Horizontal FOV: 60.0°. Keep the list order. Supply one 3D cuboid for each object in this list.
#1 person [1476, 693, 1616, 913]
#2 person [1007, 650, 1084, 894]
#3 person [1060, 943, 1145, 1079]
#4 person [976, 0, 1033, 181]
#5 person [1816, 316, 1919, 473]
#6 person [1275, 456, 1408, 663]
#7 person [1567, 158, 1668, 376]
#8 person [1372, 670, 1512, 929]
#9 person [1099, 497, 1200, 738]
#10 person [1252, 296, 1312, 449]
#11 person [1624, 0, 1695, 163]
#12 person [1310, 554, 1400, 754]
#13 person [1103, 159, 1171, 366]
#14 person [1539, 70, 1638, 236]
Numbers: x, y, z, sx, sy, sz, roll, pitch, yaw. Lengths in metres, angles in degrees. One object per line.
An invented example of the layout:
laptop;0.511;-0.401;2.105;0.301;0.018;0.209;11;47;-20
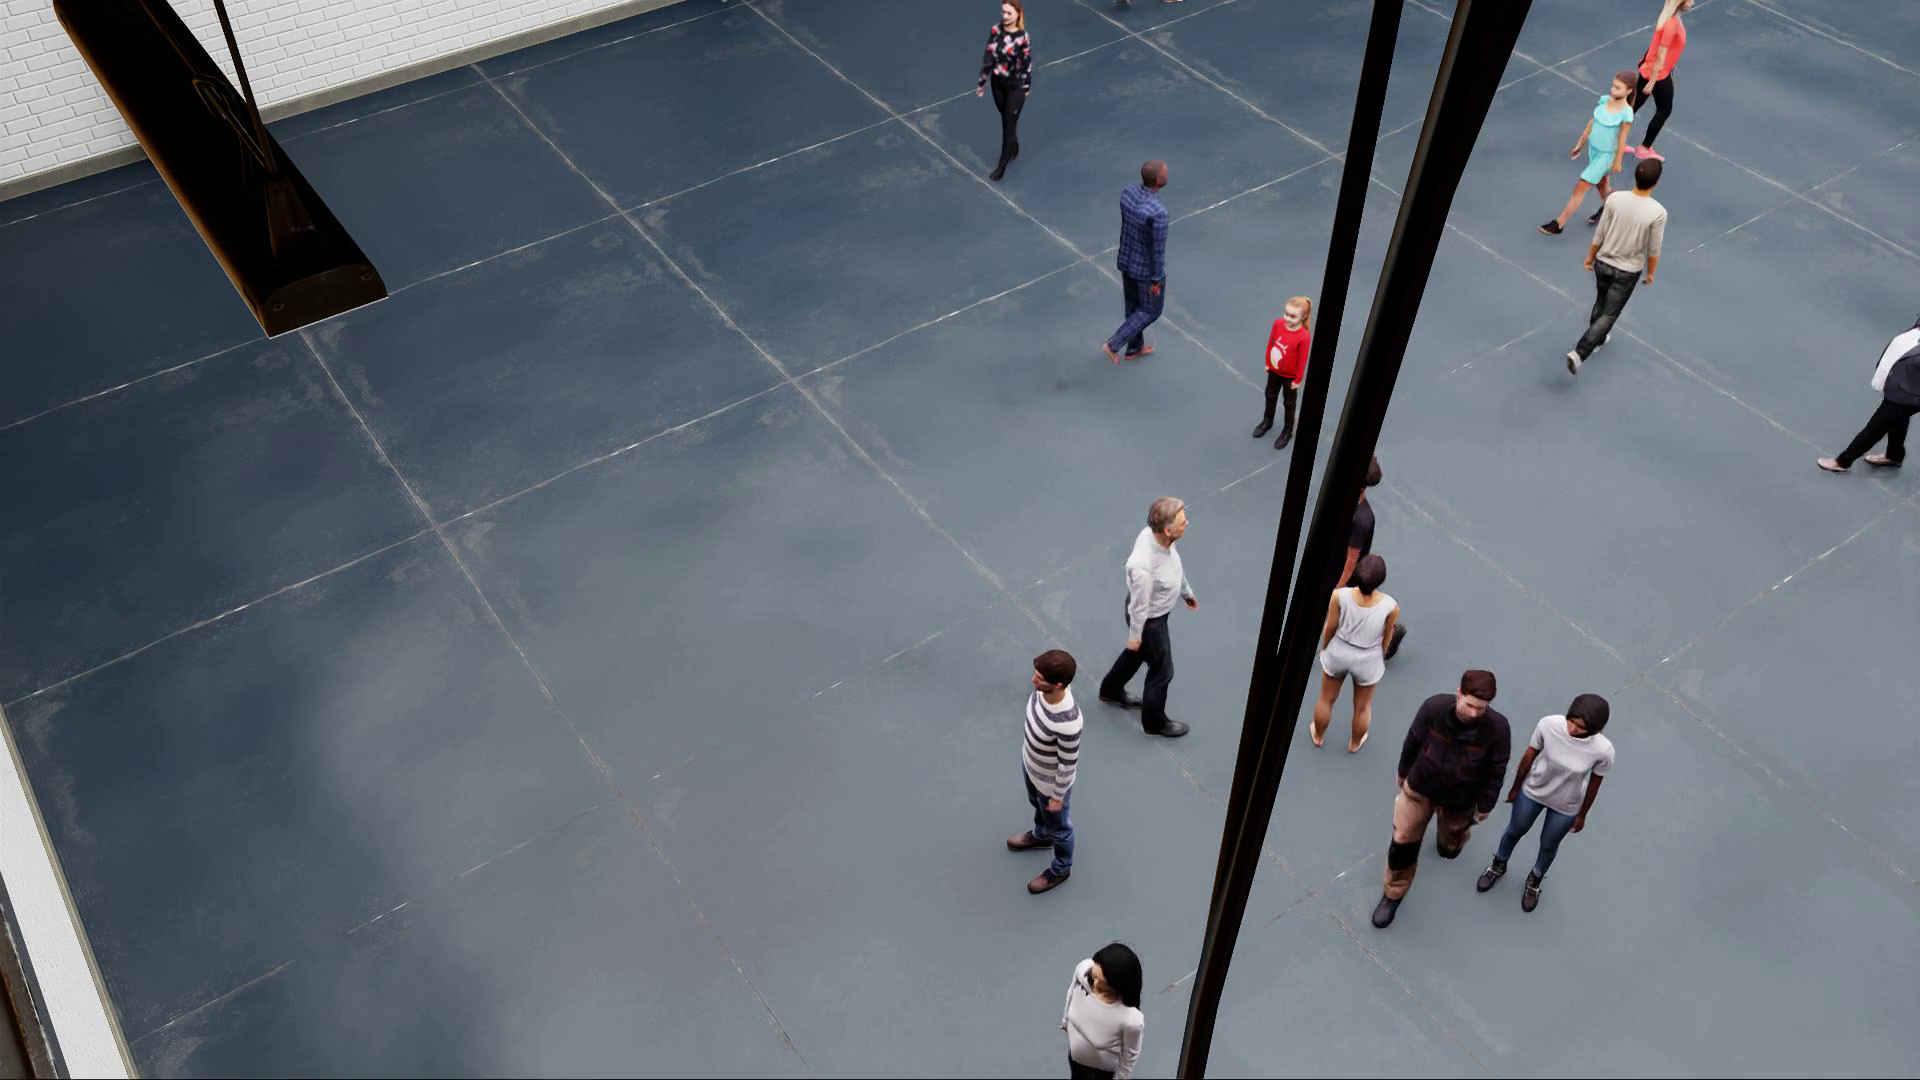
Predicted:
person;3.274;1.429;9.223;0.660;1.720;0.647;24;49;23
person;0.510;1.263;9.300;0.640;1.855;0.707;-13;45;-13
person;0.705;2.478;8.136;0.570;1.701;0.644;-29;51;-27
person;0.467;-4.175;15.150;0.788;1.658;1.004;25;49;24
person;6.908;-1.095;11.982;1.045;1.569;0.973;5;44;5
person;2.503;0.163;10.512;1.163;1.775;0.877;-11;45;-12
person;5.046;-2.075;12.852;0.846;1.786;1.132;32;52;29
person;2.691;1.340;9.181;1.023;1.906;1.205;22;48;21
person;1.097;0.428;10.221;0.992;1.792;0.948;13;45;14
person;2.421;-1.274;12.378;0.523;1.282;0.513;-34;53;-31
person;6.267;-4.274;15.242;0.884;1.675;0.826;7;44;8
person;2.382;0.699;10.075;0.667;1.602;0.709;13;45;13
person;1.330;-2.099;12.865;0.773;1.804;0.672;-24;49;-23
person;5.611;-3.350;14.386;1.120;1.518;0.779;-12;45;-12
